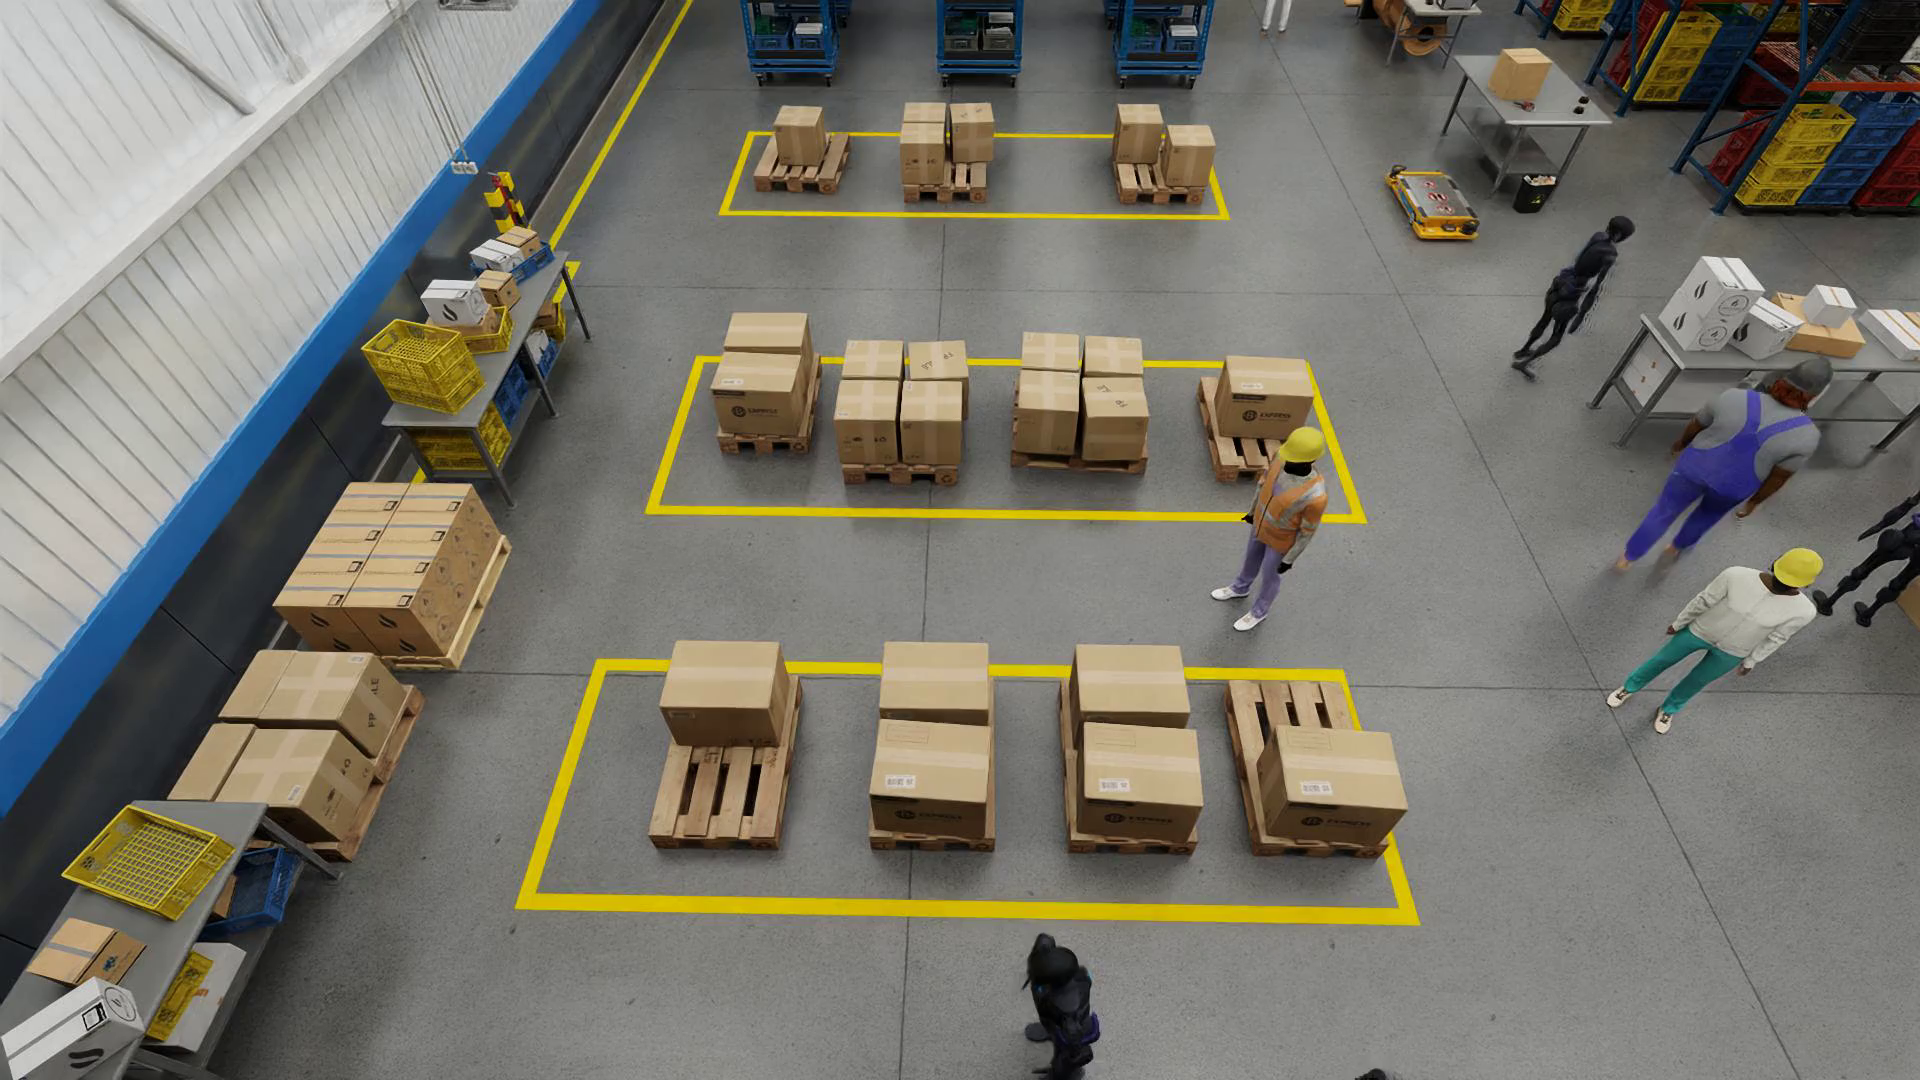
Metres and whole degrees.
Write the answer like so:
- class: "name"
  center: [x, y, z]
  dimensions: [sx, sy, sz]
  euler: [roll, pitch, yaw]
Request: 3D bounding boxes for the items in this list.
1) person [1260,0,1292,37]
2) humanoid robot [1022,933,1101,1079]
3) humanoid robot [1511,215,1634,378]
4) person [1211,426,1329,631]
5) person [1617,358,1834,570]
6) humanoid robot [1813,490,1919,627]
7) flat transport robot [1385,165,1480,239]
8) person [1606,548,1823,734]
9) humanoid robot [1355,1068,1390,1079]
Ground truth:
- class: "person"
  center: [5.013, -8.772, 14.058]
  dimensions: [0.583, 1.882, 0.337]
  euler: [11, 50, 9]
- class: "humanoid robot"
  center: [0.482, 2.343, 4.569]
  dimensions: [0.401, 1.634, 0.621]
  euler: [-10, 50, -8]
- class: "humanoid robot"
  center: [5.731, -2.337, 8.625]
  dimensions: [0.493, 1.640, 0.772]
  euler: [6, 49, 5]
- class: "person"
  center: [2.224, -0.070, 6.497]
  dimensions: [0.361, 1.928, 0.584]
  euler: [-15, 51, -12]
- class: "person"
  center: [5.740, -0.582, 6.867]
  dimensions: [0.870, 2.000, 0.699]
  euler: [-36, 58, -27]
- class: "humanoid robot"
  center: [6.951, -0.009, 6.607]
  dimensions: [0.579, 1.652, 0.308]
  euler: [19, 52, 16]
- class: "flat transport robot"
  center: [5.692, -4.094, 11.059]
  dimensions: [0.652, 0.197, 1.431]
  euler: [1, 49, 1]
- class: "person"
  center: [4.936, 0.656, 5.974]
  dimensions: [0.524, 1.768, 0.306]
  euler: [35, 57, 26]
- class: "humanoid robot"
  center: [1.865, 2.842, 4.183]
  dimensions: [0.809, 1.623, 0.669]
  euler: [4, 49, 4]
